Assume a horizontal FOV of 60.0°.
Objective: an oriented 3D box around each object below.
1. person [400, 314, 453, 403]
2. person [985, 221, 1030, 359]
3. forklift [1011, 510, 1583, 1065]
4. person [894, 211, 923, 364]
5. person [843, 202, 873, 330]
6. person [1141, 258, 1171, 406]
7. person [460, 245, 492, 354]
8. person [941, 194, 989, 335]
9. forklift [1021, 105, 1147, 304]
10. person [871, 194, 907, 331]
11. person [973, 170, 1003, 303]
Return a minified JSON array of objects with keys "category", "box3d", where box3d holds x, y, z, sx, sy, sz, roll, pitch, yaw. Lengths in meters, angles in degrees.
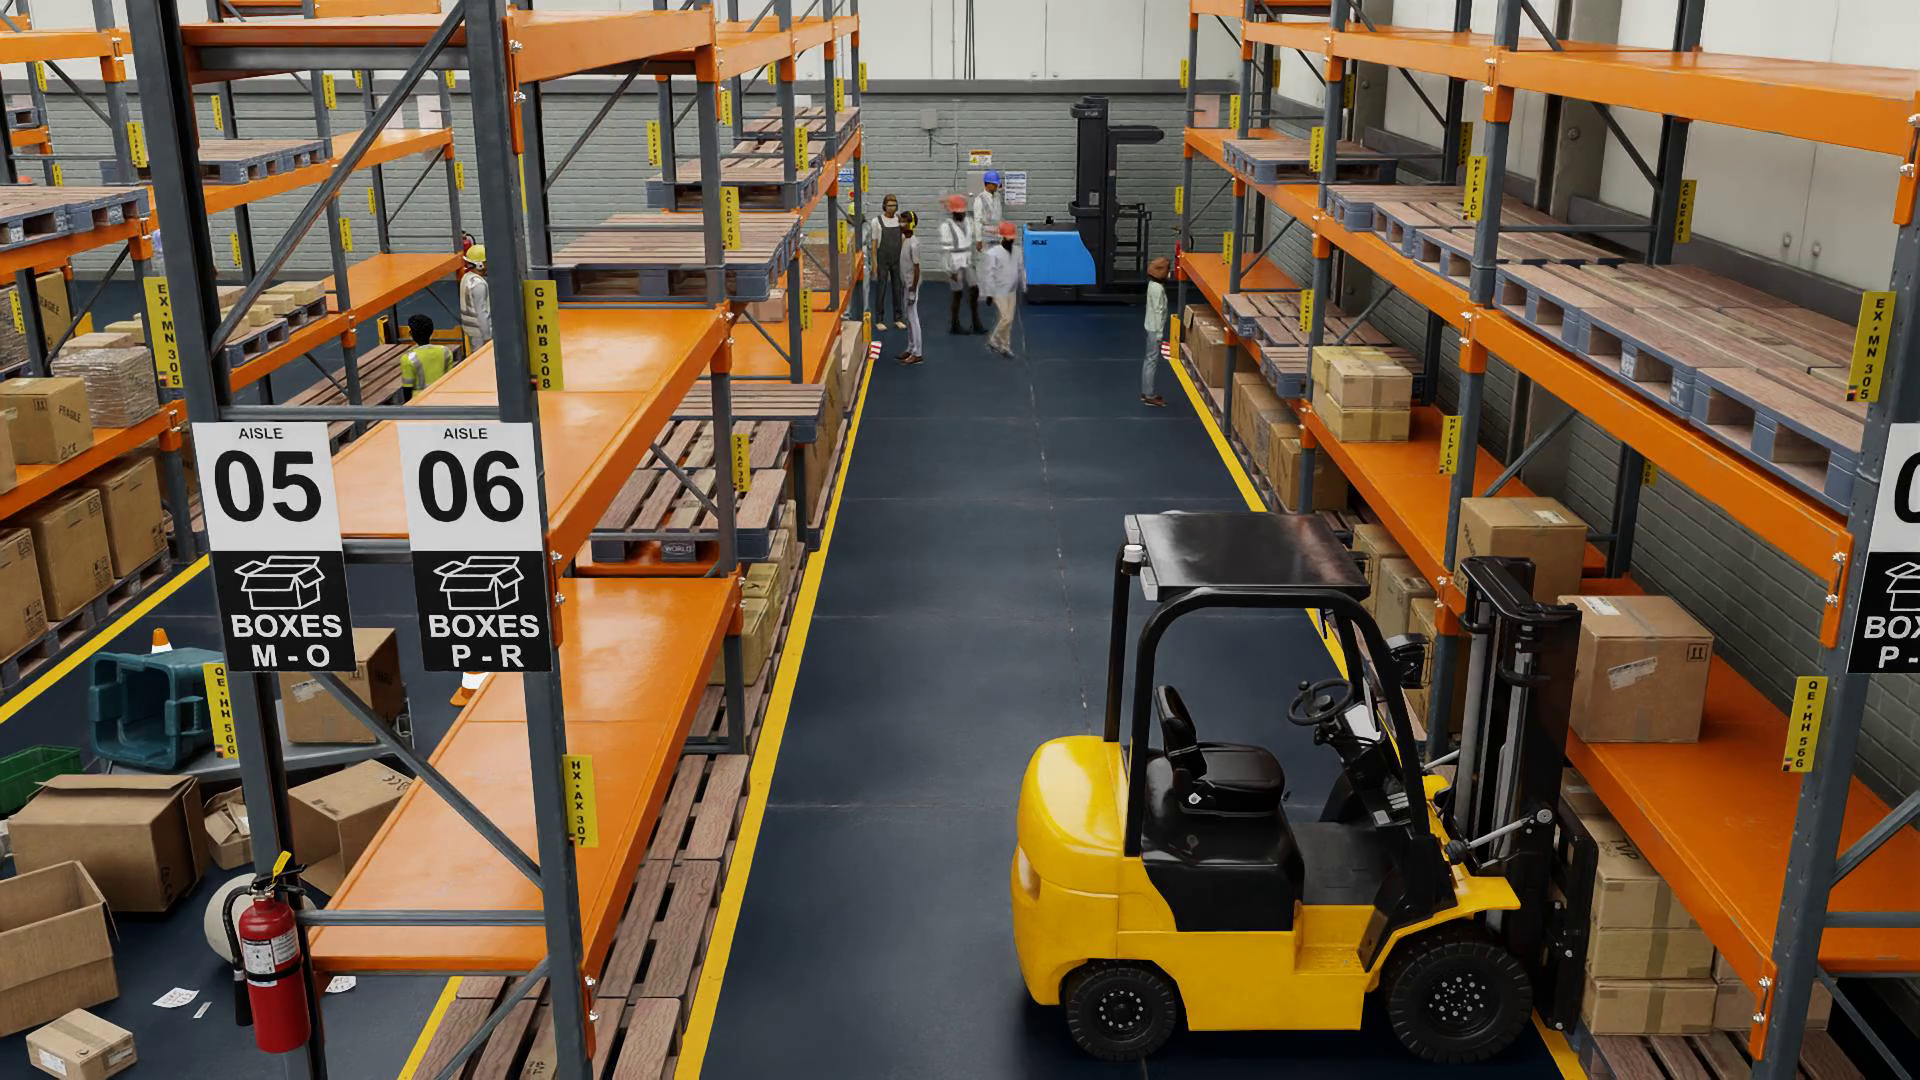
[{"category":"person","box3d":[-4.758,-1.189,14.947,0.320,1.693,0.534,13,23,35]},{"category":"person","box3d":[0.589,-3.094,20.653,0.373,1.731,0.580,15,24,39]},{"category":"forklift","box3d":[1.387,1.055,7.378,2.313,2.155,1.214,0,18,0]},{"category":"person","box3d":[-0.633,-3.102,20.448,0.321,1.876,0.532,-4,19,-12]},{"category":"person","box3d":[-1.387,-3.679,22.414,0.487,1.736,0.320,-3,19,-9]},{"category":"person","box3d":[2.185,-2.317,18.451,0.276,1.631,0.507,-1,18,-2]},{"category":"person","box3d":[-5.188,-2.279,18.044,0.404,1.826,0.592,-9,20,-26]},{"category":"person","box3d":[0.082,-3.617,21.982,0.673,1.896,0.639,16,24,41]},{"category":"forklift","box3d":[1.857,-4.944,24.441,1.873,2.768,1.129,0,18,0]},{"category":"person","box3d":[-0.954,-3.742,22.443,0.507,1.838,0.331,-8,20,-23]},{"category":"person","box3d":[0.429,-4.459,24.463,0.430,1.939,0.600,13,22,34]}]
